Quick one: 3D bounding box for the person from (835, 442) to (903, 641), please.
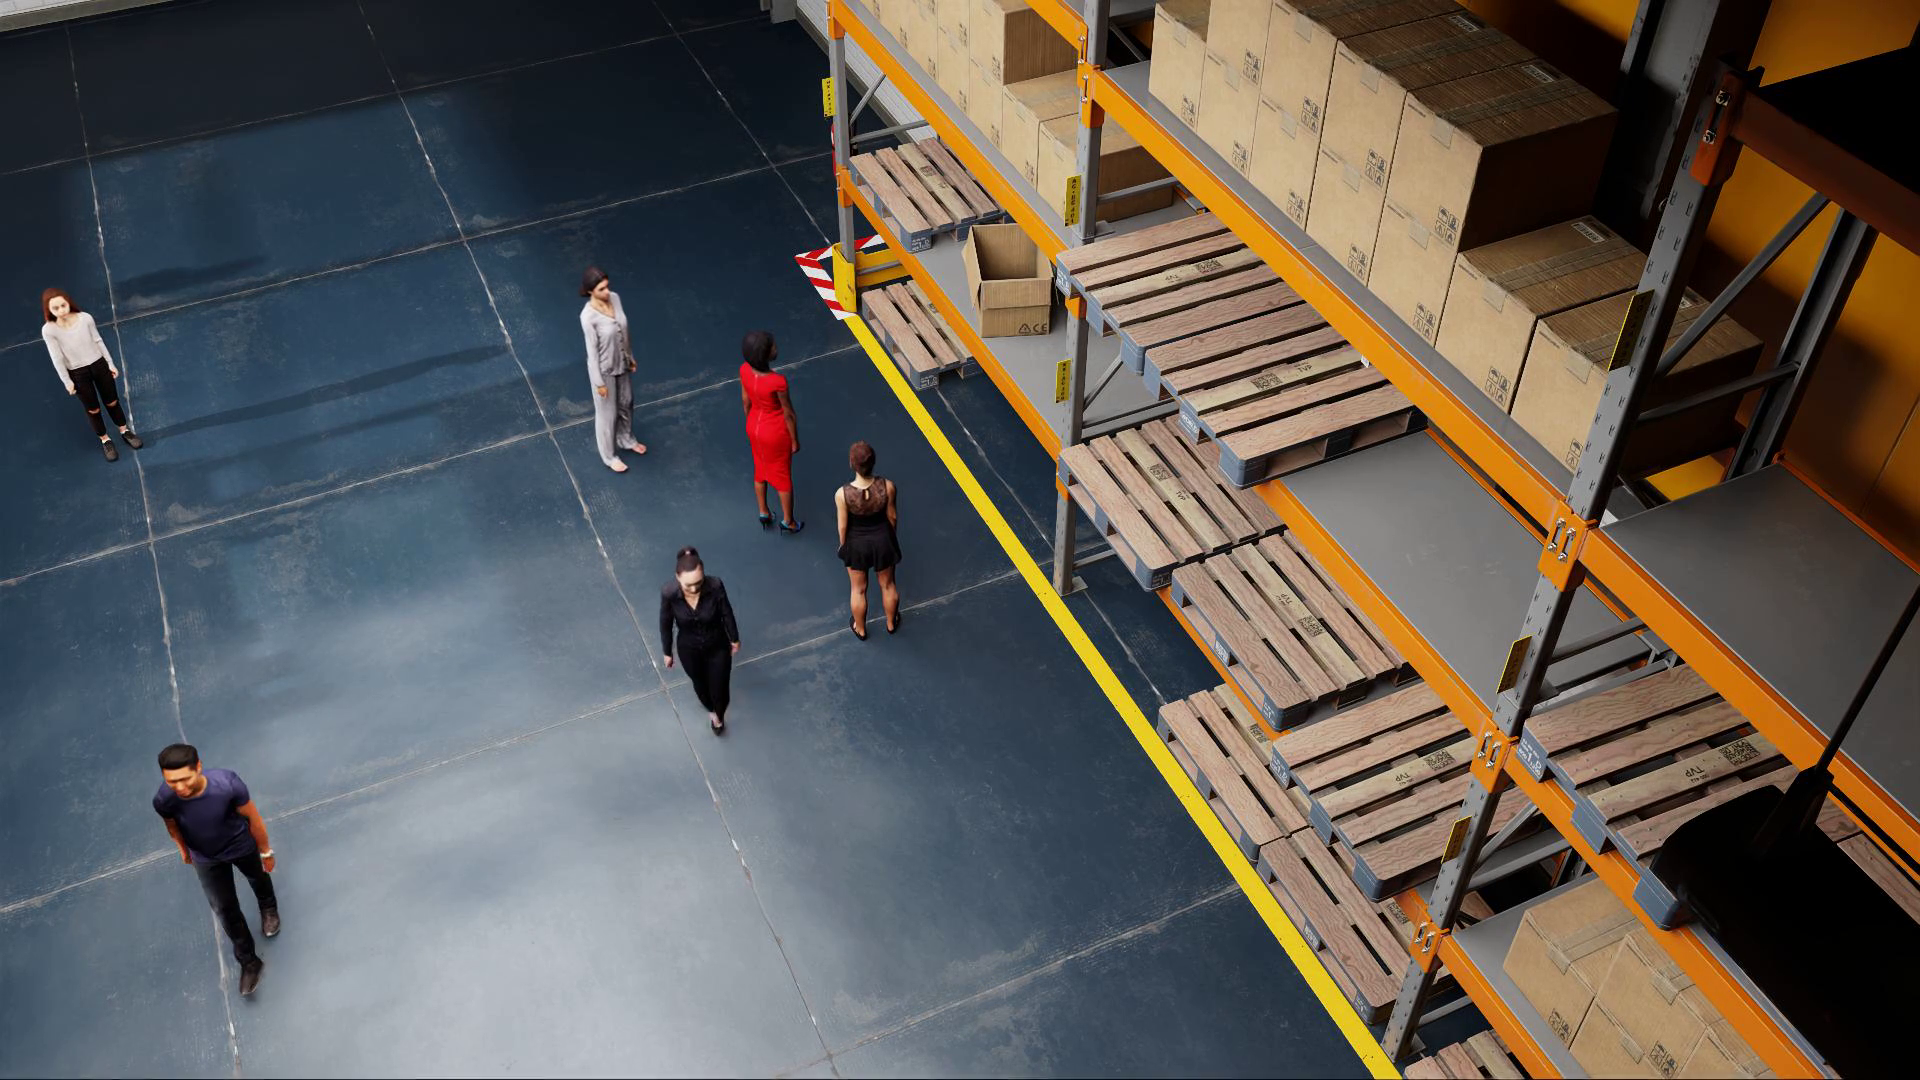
[{"bbox_3d":[-0.606,0.011,11.061,0.627,1.684,0.629,-8,44,-8],"label":"person"}]

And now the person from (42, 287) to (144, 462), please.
[{"bbox_3d":[-6.595,-1.283,12.564,0.600,1.485,0.593,-35,53,-31],"label":"person"}]

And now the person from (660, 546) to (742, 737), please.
[{"bbox_3d":[-1.609,0.622,10.413,0.712,1.694,0.705,-4,44,-4],"label":"person"}]

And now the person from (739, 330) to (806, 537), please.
[{"bbox_3d":[-1.356,-0.740,11.807,0.608,1.744,0.708,23,48,23],"label":"person"}]

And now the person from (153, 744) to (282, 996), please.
[{"bbox_3d":[-4.096,1.642,9.288,0.762,1.768,0.956,-11,45,-12],"label":"person"}]

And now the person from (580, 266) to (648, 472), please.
[{"bbox_3d":[-2.618,-1.294,12.371,0.715,1.768,0.681,20,47,20],"label":"person"}]
